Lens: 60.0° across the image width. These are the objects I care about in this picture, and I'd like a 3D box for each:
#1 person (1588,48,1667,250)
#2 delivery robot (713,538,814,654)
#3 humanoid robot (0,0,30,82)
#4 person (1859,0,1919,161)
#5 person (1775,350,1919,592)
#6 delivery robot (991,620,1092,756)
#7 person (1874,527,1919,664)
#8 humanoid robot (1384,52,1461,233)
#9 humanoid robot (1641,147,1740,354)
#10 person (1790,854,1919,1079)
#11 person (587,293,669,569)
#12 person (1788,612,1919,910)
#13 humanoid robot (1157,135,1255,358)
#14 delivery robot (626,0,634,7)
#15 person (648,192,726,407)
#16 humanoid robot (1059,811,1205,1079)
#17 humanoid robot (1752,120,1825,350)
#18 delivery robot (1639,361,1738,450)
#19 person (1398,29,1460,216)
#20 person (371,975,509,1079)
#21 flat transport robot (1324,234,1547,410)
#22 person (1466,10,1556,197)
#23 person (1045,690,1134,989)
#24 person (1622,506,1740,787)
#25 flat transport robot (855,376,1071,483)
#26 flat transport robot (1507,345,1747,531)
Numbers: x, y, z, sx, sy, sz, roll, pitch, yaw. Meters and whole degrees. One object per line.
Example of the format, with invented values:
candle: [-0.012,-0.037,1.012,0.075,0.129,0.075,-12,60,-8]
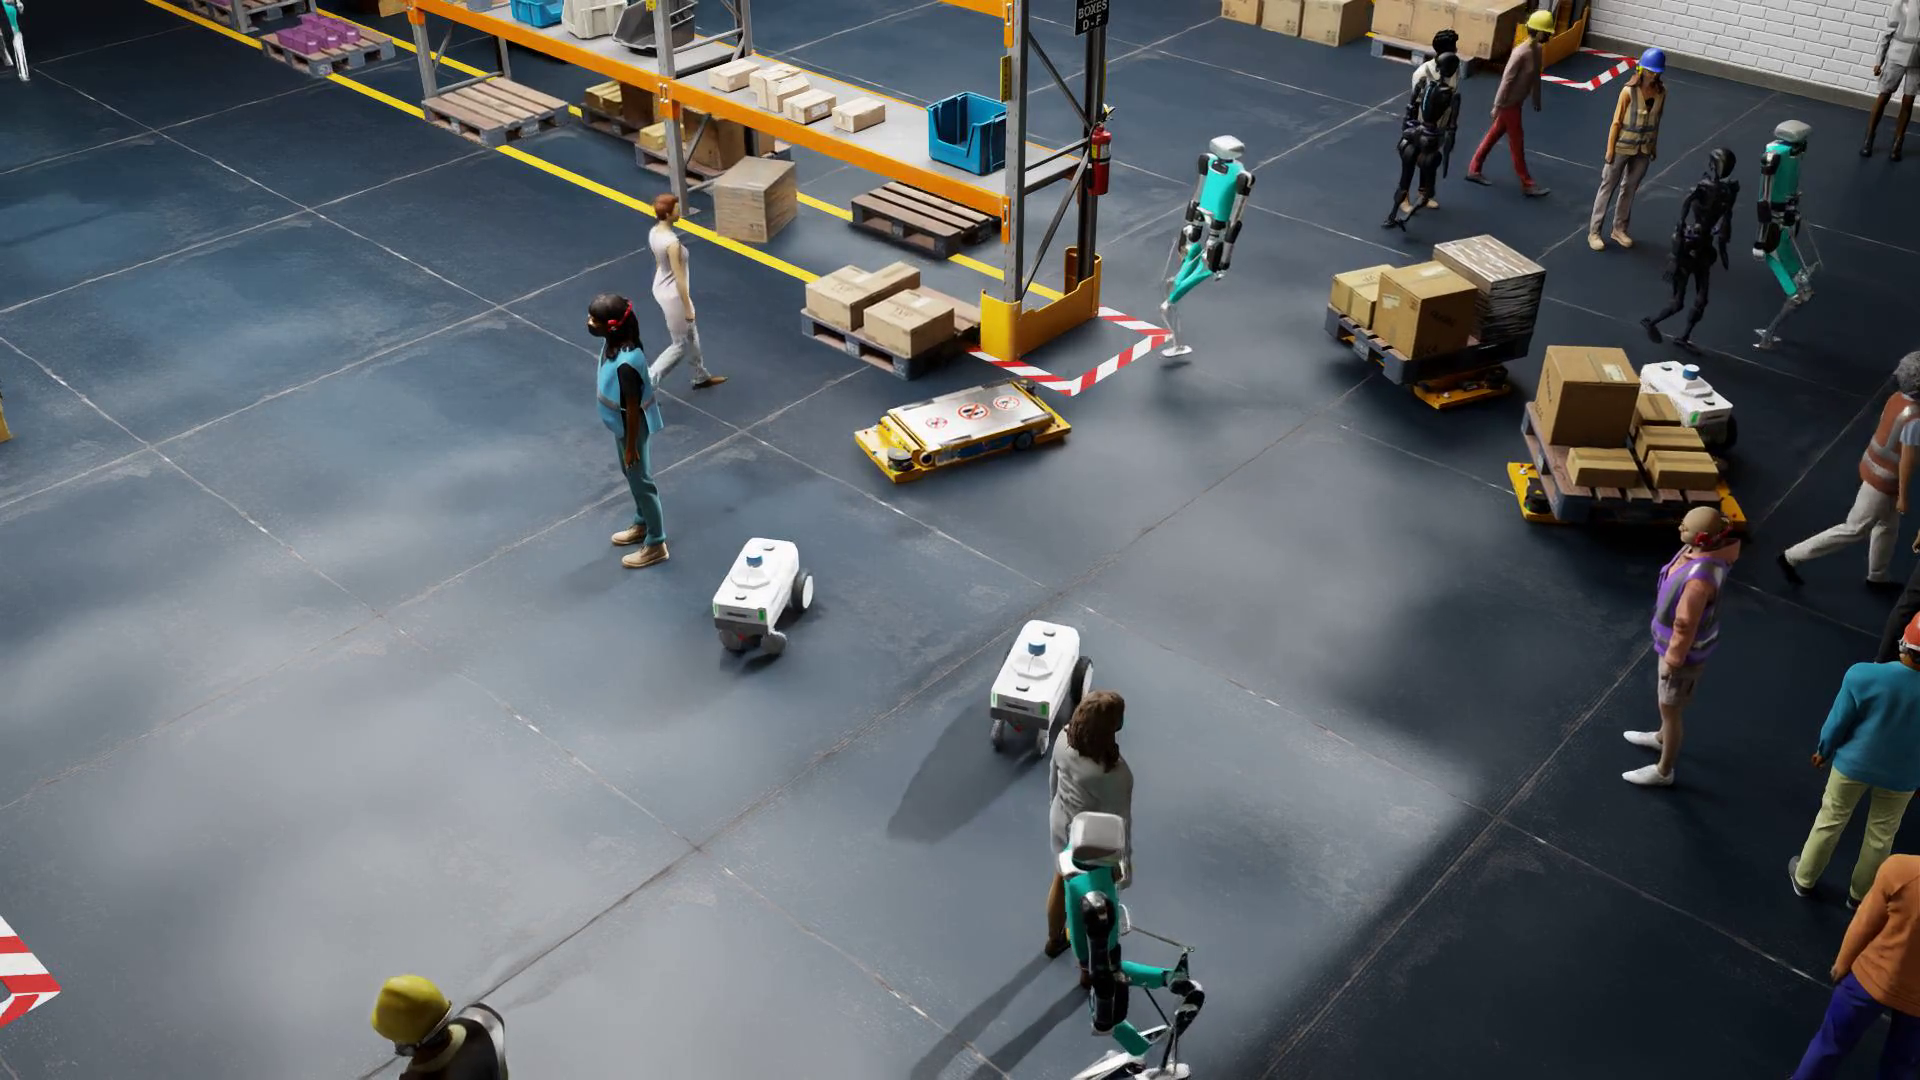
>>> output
person: [5.807,-3.373,14.368,0.478,1.777,0.306,-8,35,-11]
delivery robot: [-1.218,0.307,10.130,0.507,0.613,0.785,8,35,11]
humanoid robot: [-10.555,-5.929,18.147,0.546,1.808,0.900,-21,40,-28]
person: [9.152,-4.635,16.074,0.546,1.924,0.386,13,37,18]
person: [5.583,-0.392,10.145,0.786,1.651,0.495,9,36,13]
delivery robot: [0.433,0.781,9.408,0.499,0.572,0.747,11,36,16]
person: [5.576,0.081,9.308,0.327,1.841,0.513,-13,37,-17]
humanoid robot: [4.033,-3.466,14.600,0.466,1.633,0.607,-21,40,-27]
humanoid robot: [5.681,-2.243,12.836,0.584,1.634,0.468,-15,37,-20]
person: [3.828,1.780,6.736,0.518,1.972,0.404,19,39,25]
person: [-2.066,-0.689,10.412,0.392,1.862,0.498,-12,36,-17]
person: [4.408,1.051,7.979,0.562,1.752,0.325,15,37,21]
humanoid robot: [1.729,-2.126,12.631,0.868,1.785,0.554,-22,40,-28]
delivery robot: [-4.384,-6.618,20.138,0.765,0.585,0.499,14,37,20]
person: [-2.117,-1.753,12.145,0.739,1.636,0.462,-17,38,-23]
humanoid robot: [0.747,1.807,6.932,1.019,1.756,0.557,-3,35,-5]
humanoid robot: [6.450,-2.299,12.859,0.547,1.779,0.759,-27,43,-33]
delivery robot: [5.203,-0.965,11.963,0.499,0.601,0.796,-8,35,-12]
person: [4.249,-3.779,15.031,0.534,1.692,0.319,-19,39,-25]
person: [-1.859,2.270,6.158,0.403,1.821,0.595,12,36,17]
flat transport robot: [3.569,-1.466,12.934,0.659,0.231,1.431,-14,37,-19]
person: [5.197,-4.030,15.366,0.885,1.718,0.538,23,41,30]
person: [0.608,1.350,7.626,0.337,1.658,0.497,-22,40,-29]
person: [3.787,0.550,8.771,0.358,1.681,0.499,12,36,16]
flat transport robot: [0.024,-0.805,11.976,1.431,0.231,0.659,-17,38,-23]
flat transport robot: [4.519,-0.342,11.306,1.431,0.231,0.659,3,35,4]
